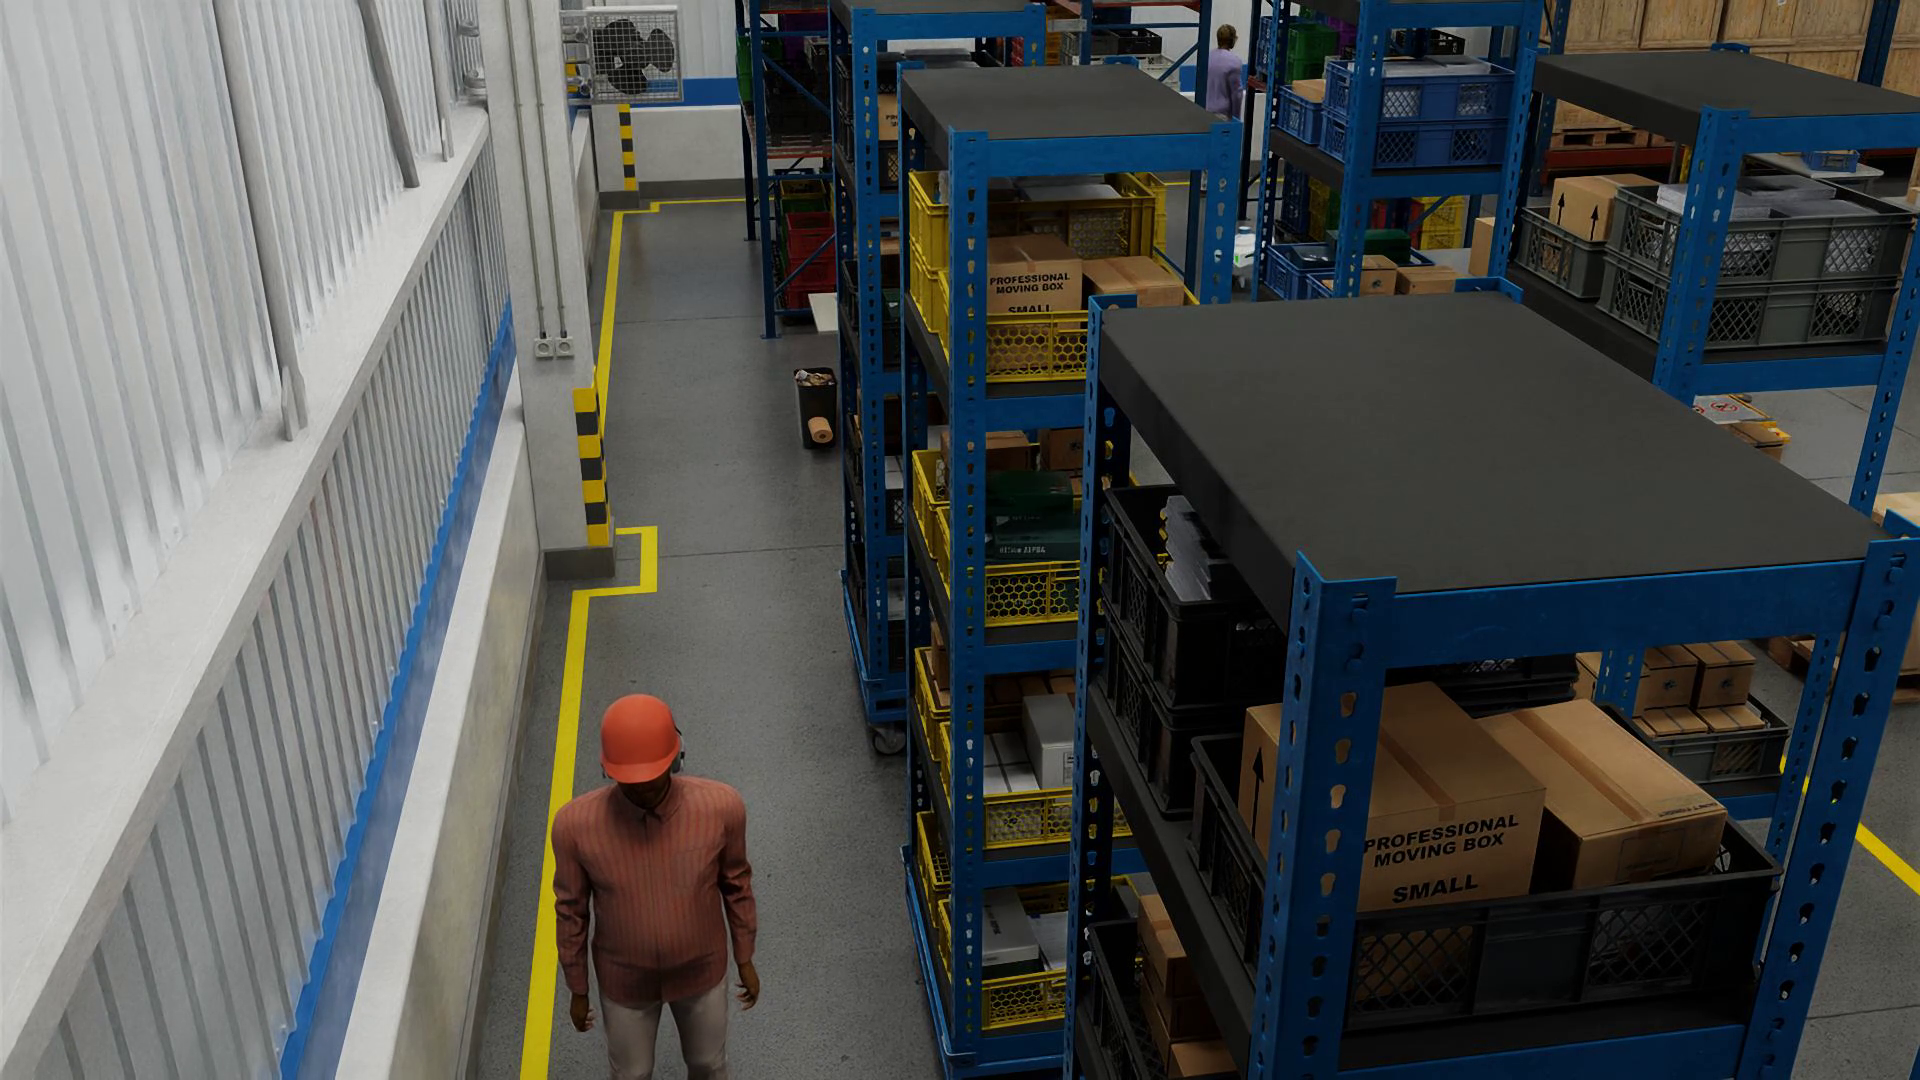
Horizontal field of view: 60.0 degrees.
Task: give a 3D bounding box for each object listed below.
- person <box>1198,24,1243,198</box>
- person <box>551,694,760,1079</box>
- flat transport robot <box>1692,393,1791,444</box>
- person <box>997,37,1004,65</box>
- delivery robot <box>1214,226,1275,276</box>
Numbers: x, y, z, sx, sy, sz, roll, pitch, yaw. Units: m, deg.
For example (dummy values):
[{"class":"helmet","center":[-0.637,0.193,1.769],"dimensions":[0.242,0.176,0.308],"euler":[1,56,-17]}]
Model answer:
[{"class":"person","center":[2.933,-4.807,18.735],"dimensions":[0.372,1.940,0.627],"euler":[-18,30,-34]},{"class":"person","center":[-0.942,1.359,5.264],"dimensions":[0.625,1.992,0.388],"euler":[-6,25,-14]},{"class":"flat transport robot","center":[5.224,-0.859,12.132],"dimensions":[1.431,0.197,0.652],"euler":[-4,25,-8]},{"class":"person","center":[0.432,-4.629,18.415],"dimensions":[0.339,1.879,0.581],"euler":[-2,25,-4]},{"class":"delivery robot","center":[2.669,-2.718,15.728],"dimensions":[0.477,0.478,0.707],"euler":[20,31,37]}]
